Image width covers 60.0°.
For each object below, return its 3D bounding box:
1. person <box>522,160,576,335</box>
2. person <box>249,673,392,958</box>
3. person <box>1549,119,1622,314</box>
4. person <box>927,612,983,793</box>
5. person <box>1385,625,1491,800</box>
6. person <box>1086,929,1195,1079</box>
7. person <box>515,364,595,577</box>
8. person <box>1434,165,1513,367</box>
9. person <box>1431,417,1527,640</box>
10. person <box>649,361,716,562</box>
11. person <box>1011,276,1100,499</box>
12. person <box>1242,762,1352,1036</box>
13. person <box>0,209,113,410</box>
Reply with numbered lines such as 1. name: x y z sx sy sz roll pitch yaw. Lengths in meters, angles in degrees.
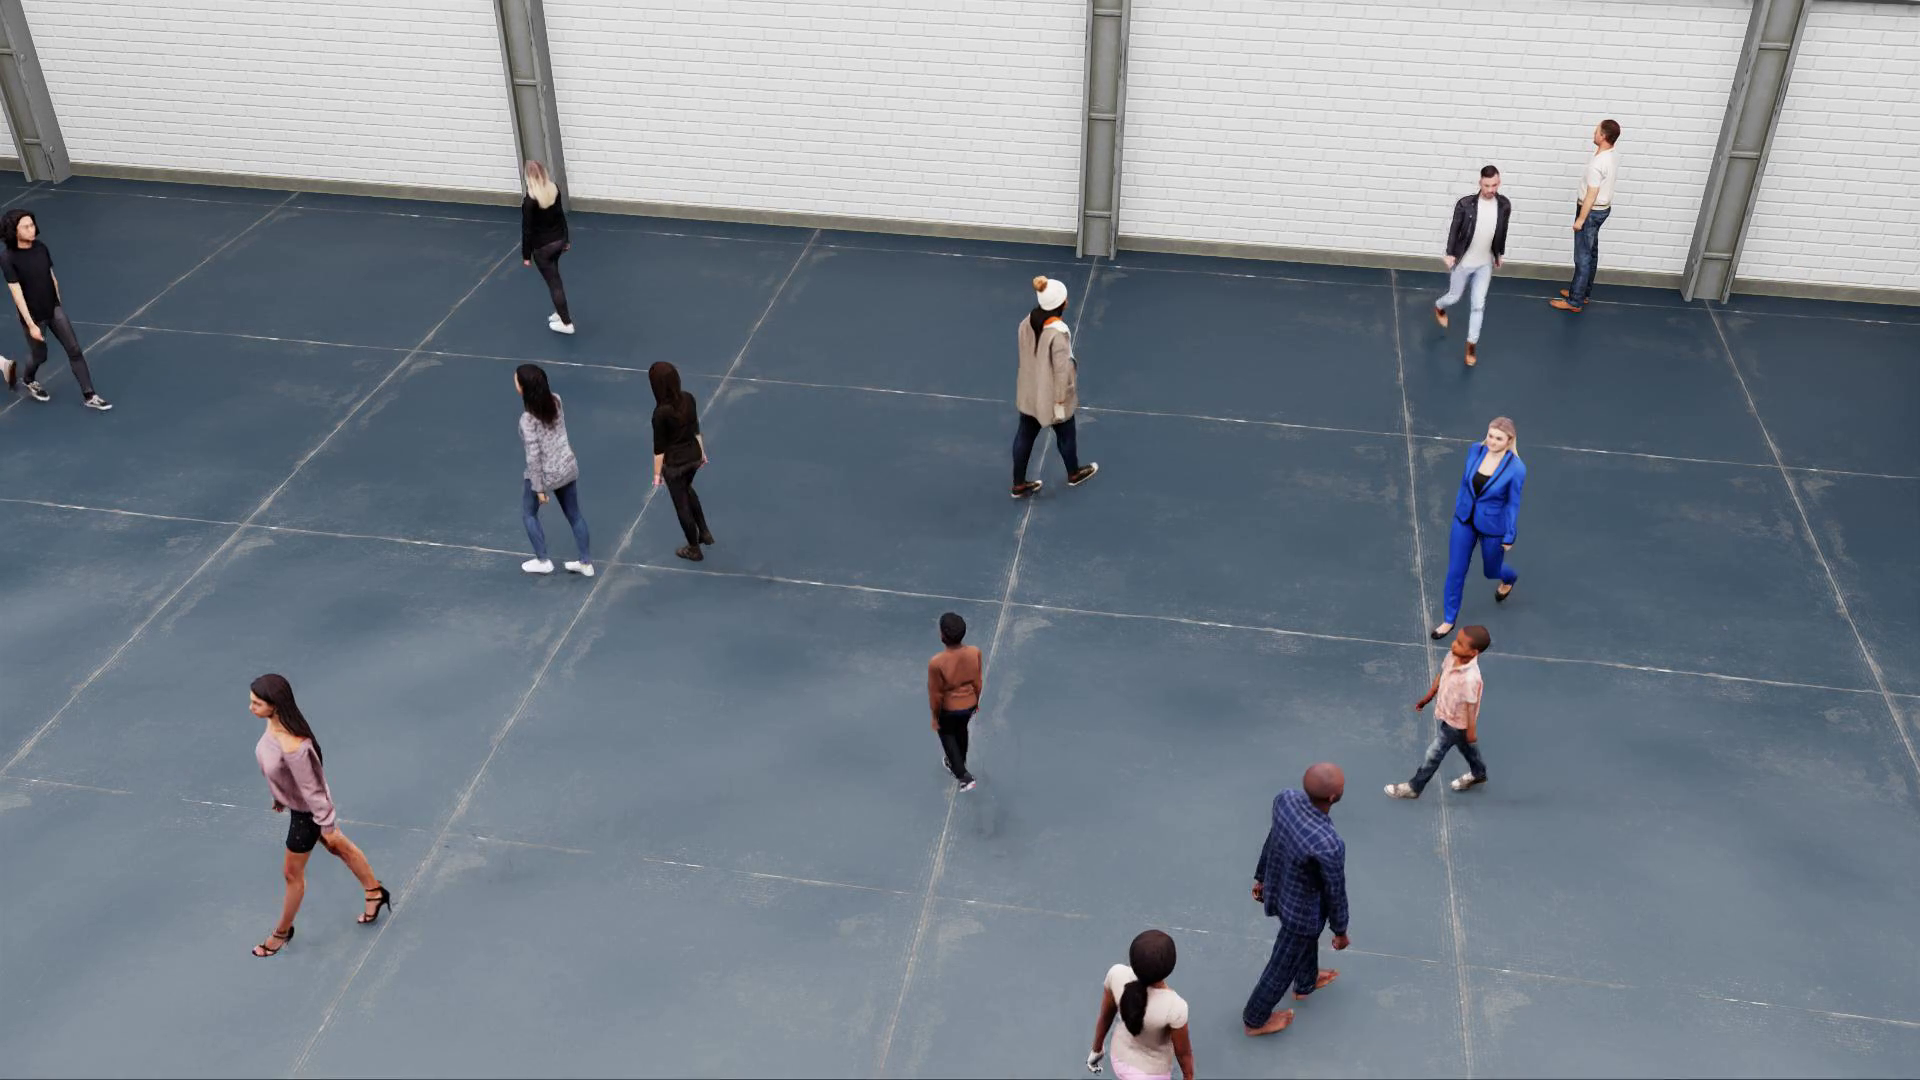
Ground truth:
1. person: -3.701 -2.654 15.246 0.689 1.677 0.710 16 37 23
2. person: -3.424 1.438 8.997 1.104 1.780 1.017 -19 38 -26
3. person: 5.985 -3.068 15.707 0.735 1.856 0.745 22 40 30
4. person: 0.015 1.031 10.100 0.746 1.236 0.775 -14 36 -20
5. person: 3.058 1.048 10.034 0.920 1.280 0.594 -1 34 -1
6. person: 0.760 2.451 7.529 0.995 1.717 0.974 27 42 34
7. person: -2.853 -0.455 11.906 0.852 1.712 0.779 20 38 27
8. person: 4.586 -2.544 14.970 1.105 1.798 0.890 -2 34 -2
9. person: 3.646 -0.115 11.429 1.079 1.673 1.094 -28 43 -35
10. person: -1.969 -0.539 12.103 0.708 1.633 0.683 22 40 30
11. person: 0.571 -1.130 12.785 1.118 1.863 1.076 -24 40 -31
12. person: 1.630 1.846 8.368 1.049 1.797 0.951 -13 36 -18
13. person: -7.833 -1.933 14.047 1.188 1.803 0.854 16 37 22
